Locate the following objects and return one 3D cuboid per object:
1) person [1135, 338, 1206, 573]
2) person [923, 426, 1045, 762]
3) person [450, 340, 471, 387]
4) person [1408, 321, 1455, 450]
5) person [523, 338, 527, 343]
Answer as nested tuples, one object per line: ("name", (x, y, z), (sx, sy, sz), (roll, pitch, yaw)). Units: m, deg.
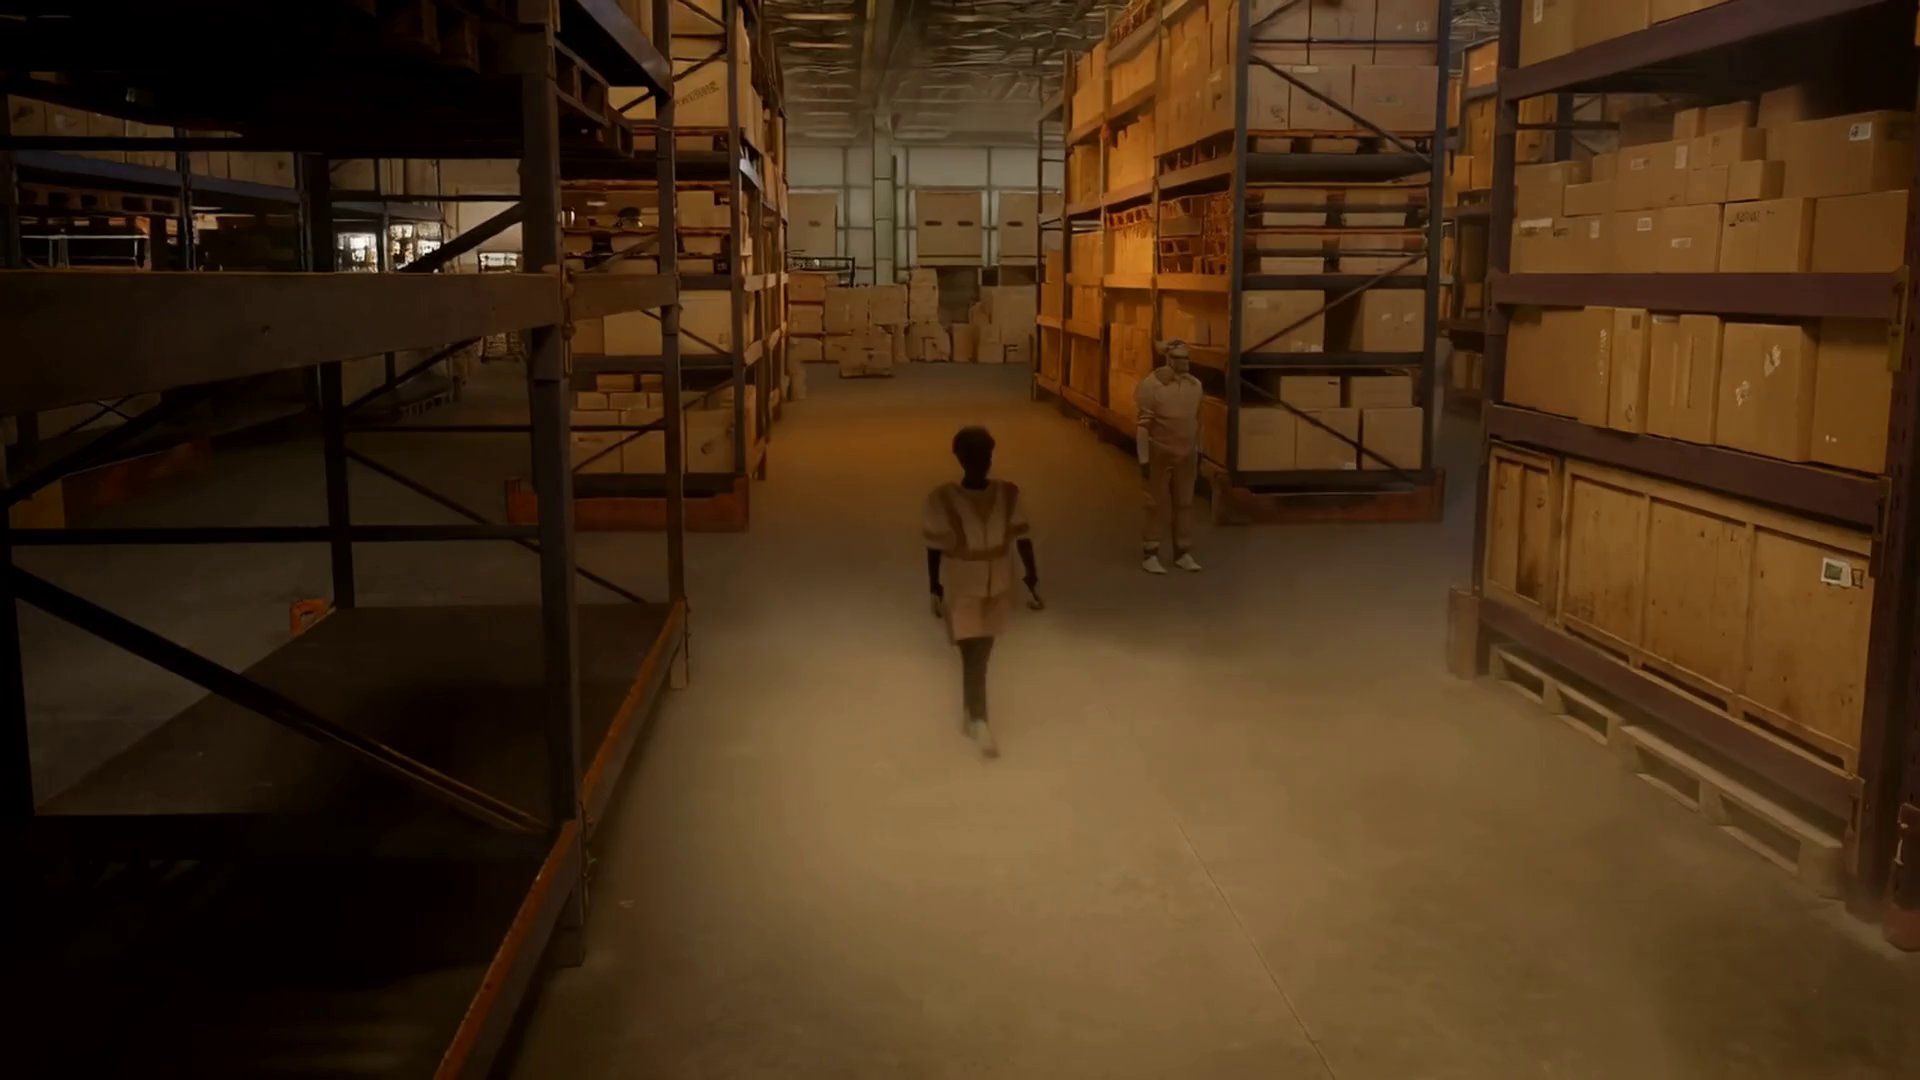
("person", (1.728, -0.680, 13.486), (0.642, 1.900, 0.400), (-4, 10, -25))
("person", (0.129, 0.261, 8.309), (0.543, 1.648, 0.834), (-4, 10, -25))
("person", (-10.849, -4.235, 35.964), (0.590, 1.842, 0.927), (-4, 10, -24))
("person", (6.522, -2.183, 23.175), (0.650, 1.810, 0.829), (0, 9, 2))
("person", (-14.746, -7.696, 57.635), (1.011, 1.886, 0.599), (1, 9, 4))
